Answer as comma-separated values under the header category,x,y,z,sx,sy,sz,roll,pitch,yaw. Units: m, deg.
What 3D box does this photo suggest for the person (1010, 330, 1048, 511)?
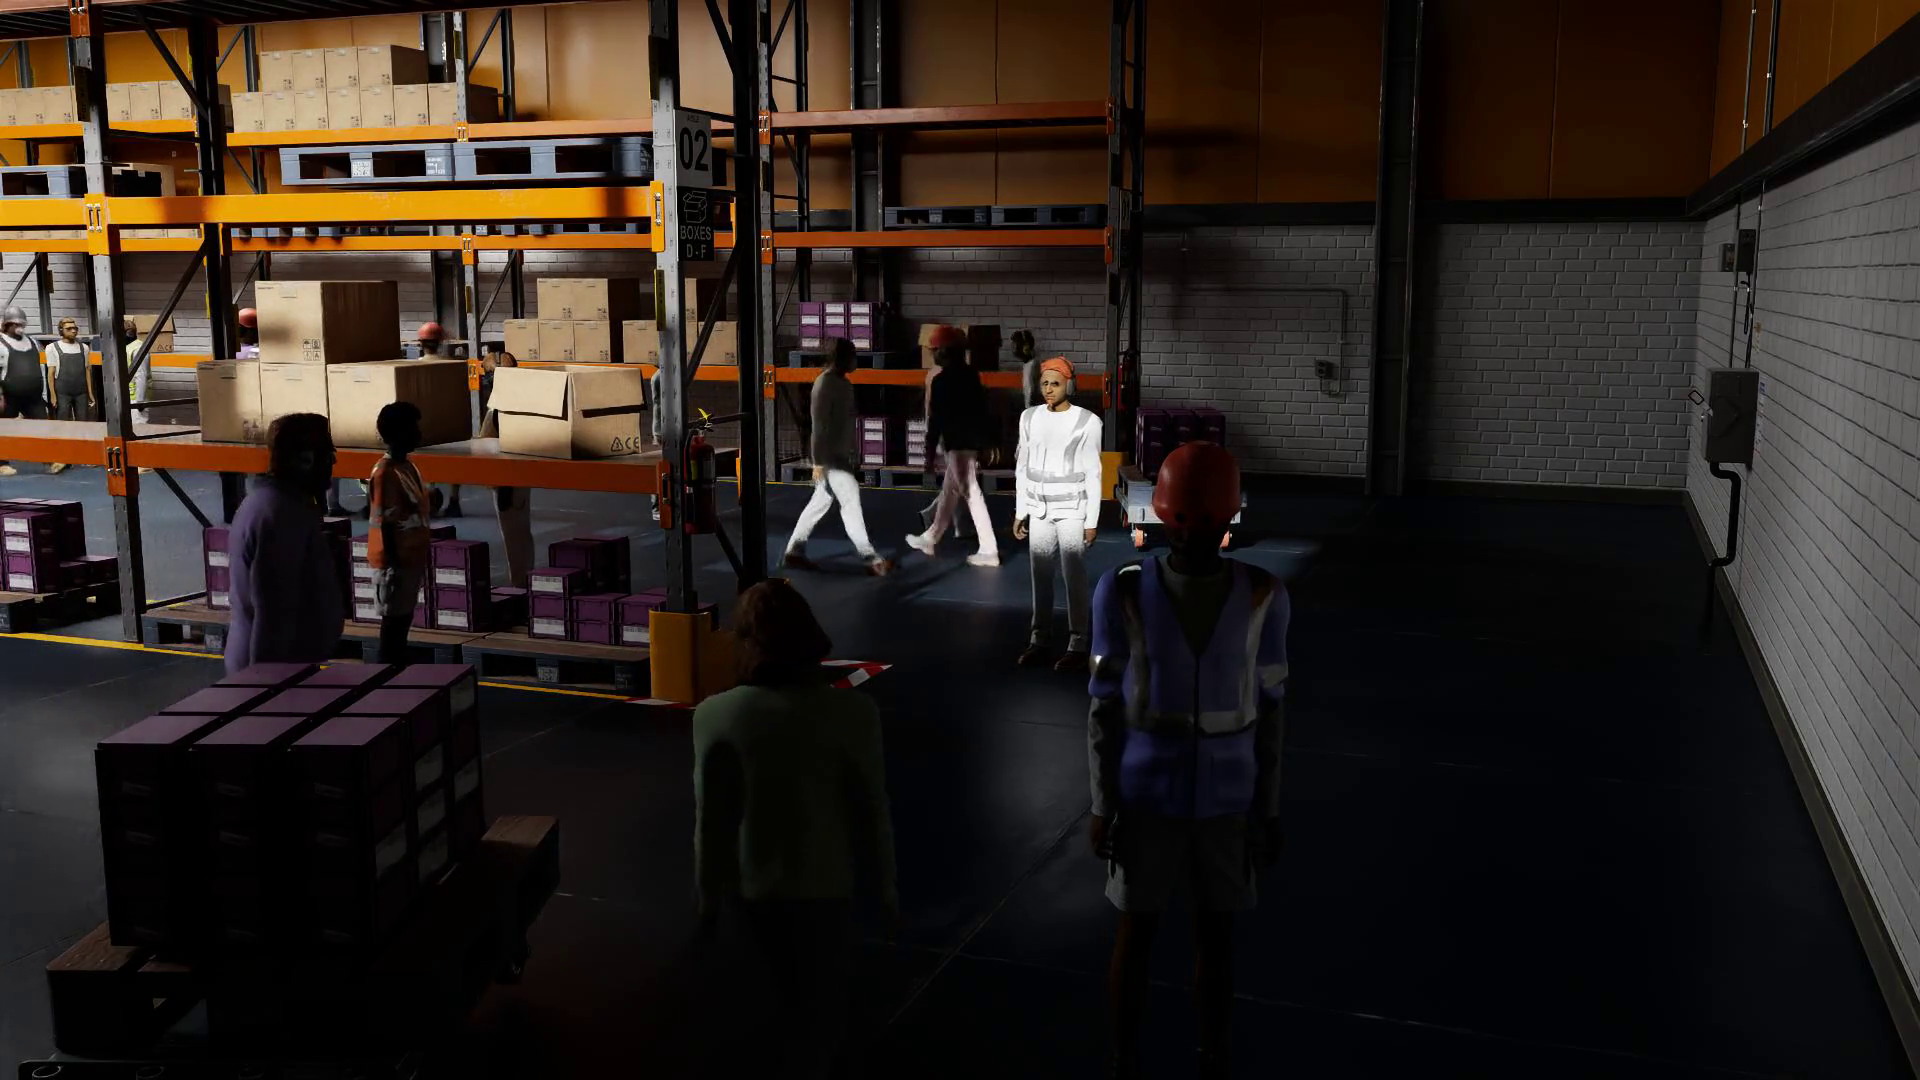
category,x,y,z,sx,sy,sz,roll,pitch,yaw
person,0.742,-1.139,16.325,0.585,1.826,0.549,0,9,-1

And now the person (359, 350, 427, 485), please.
category,x,y,z,sx,sy,sz,roll,pitch,yaw
person,-4.414,-0.621,13.005,0.592,1.833,0.404,-4,10,-25

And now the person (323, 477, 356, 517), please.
category,x,y,z,sx,sy,sz,roll,pitch,yaw
person,-6.147,-1.110,16.325,0.518,1.755,0.357,8,12,40

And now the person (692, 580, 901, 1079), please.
category,x,y,z,sx,sy,sz,roll,pitch,yaw
person,-0.440,0.900,4.197,0.508,1.597,0.773,2,9,14

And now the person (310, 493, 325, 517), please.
category,x,y,z,sx,sy,sz,roll,pitch,yaw
person,-5.708,-0.885,14.338,0.363,1.935,0.553,0,9,-1

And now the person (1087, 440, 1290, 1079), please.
category,x,y,z,sx,sy,sz,roll,pitch,yaw
person,0.614,0.690,4.479,0.542,1.928,0.374,0,9,-1

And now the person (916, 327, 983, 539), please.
category,x,y,z,sx,sy,sz,roll,pitch,yaw
person,-0.095,-0.913,14.616,0.789,1.907,0.596,-8,12,-42

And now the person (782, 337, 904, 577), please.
category,x,y,z,sx,sy,sz,roll,pitch,yaw
person,-0.966,-0.650,13.075,1.041,1.883,0.636,2,9,13

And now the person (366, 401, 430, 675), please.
category,x,y,z,sx,sy,sz,roll,pitch,yaw
person,-2.964,0.113,8.817,0.321,1.698,0.537,-1,9,-6

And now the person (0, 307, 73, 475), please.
category,x,y,z,sx,sy,sz,roll,pitch,yaw
person,-11.002,-1.758,19.500,1.005,2.000,0.711,4,10,22

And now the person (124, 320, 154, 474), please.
category,x,y,z,sx,sy,sz,roll,pitch,yaw
person,-9.840,-1.698,19.785,0.429,1.836,0.624,-9,13,-44

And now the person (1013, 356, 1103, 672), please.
category,x,y,z,sx,sy,sz,roll,pitch,yaw
person,0.586,-0.155,9.952,0.579,1.879,0.348,7,11,37

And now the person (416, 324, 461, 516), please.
category,x,y,z,sx,sy,sz,roll,pitch,yaw
person,-5.182,-1.188,16.434,0.555,1.874,1.012,-7,11,-37

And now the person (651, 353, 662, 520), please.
category,x,y,z,sx,sy,sz,roll,pitch,yaw
person,-2.799,-1.059,16.048,0.319,1.740,0.488,3,9,16

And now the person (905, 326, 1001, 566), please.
category,x,y,z,sx,sy,sz,roll,pitch,yaw
person,-0.099,-0.765,13.572,1.056,1.930,0.646,5,10,27

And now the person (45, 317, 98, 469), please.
category,x,y,z,sx,sy,sz,roll,pitch,yaw
person,-10.830,-1.785,20.277,0.339,1.846,0.514,7,11,38

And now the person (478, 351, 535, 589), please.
category,x,y,z,sx,sy,sz,roll,pitch,yaw
person,-3.137,-0.387,11.545,0.429,1.837,0.628,-2,9,-11

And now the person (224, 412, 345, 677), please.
category,x,y,z,sx,sy,sz,roll,pitch,yaw
person,-2.379,0.471,6.061,0.944,1.856,0.655,-5,11,-31

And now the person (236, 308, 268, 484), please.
category,x,y,z,sx,sy,sz,roll,pitch,yaw
person,-6.743,-1.177,15.840,0.609,2.043,0.397,4,10,21

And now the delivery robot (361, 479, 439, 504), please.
category,x,y,z,sx,sy,sz,roll,pitch,yaw
delivery robot,-5.443,-0.535,16.175,0.707,0.478,0.477,-2,9,-12
